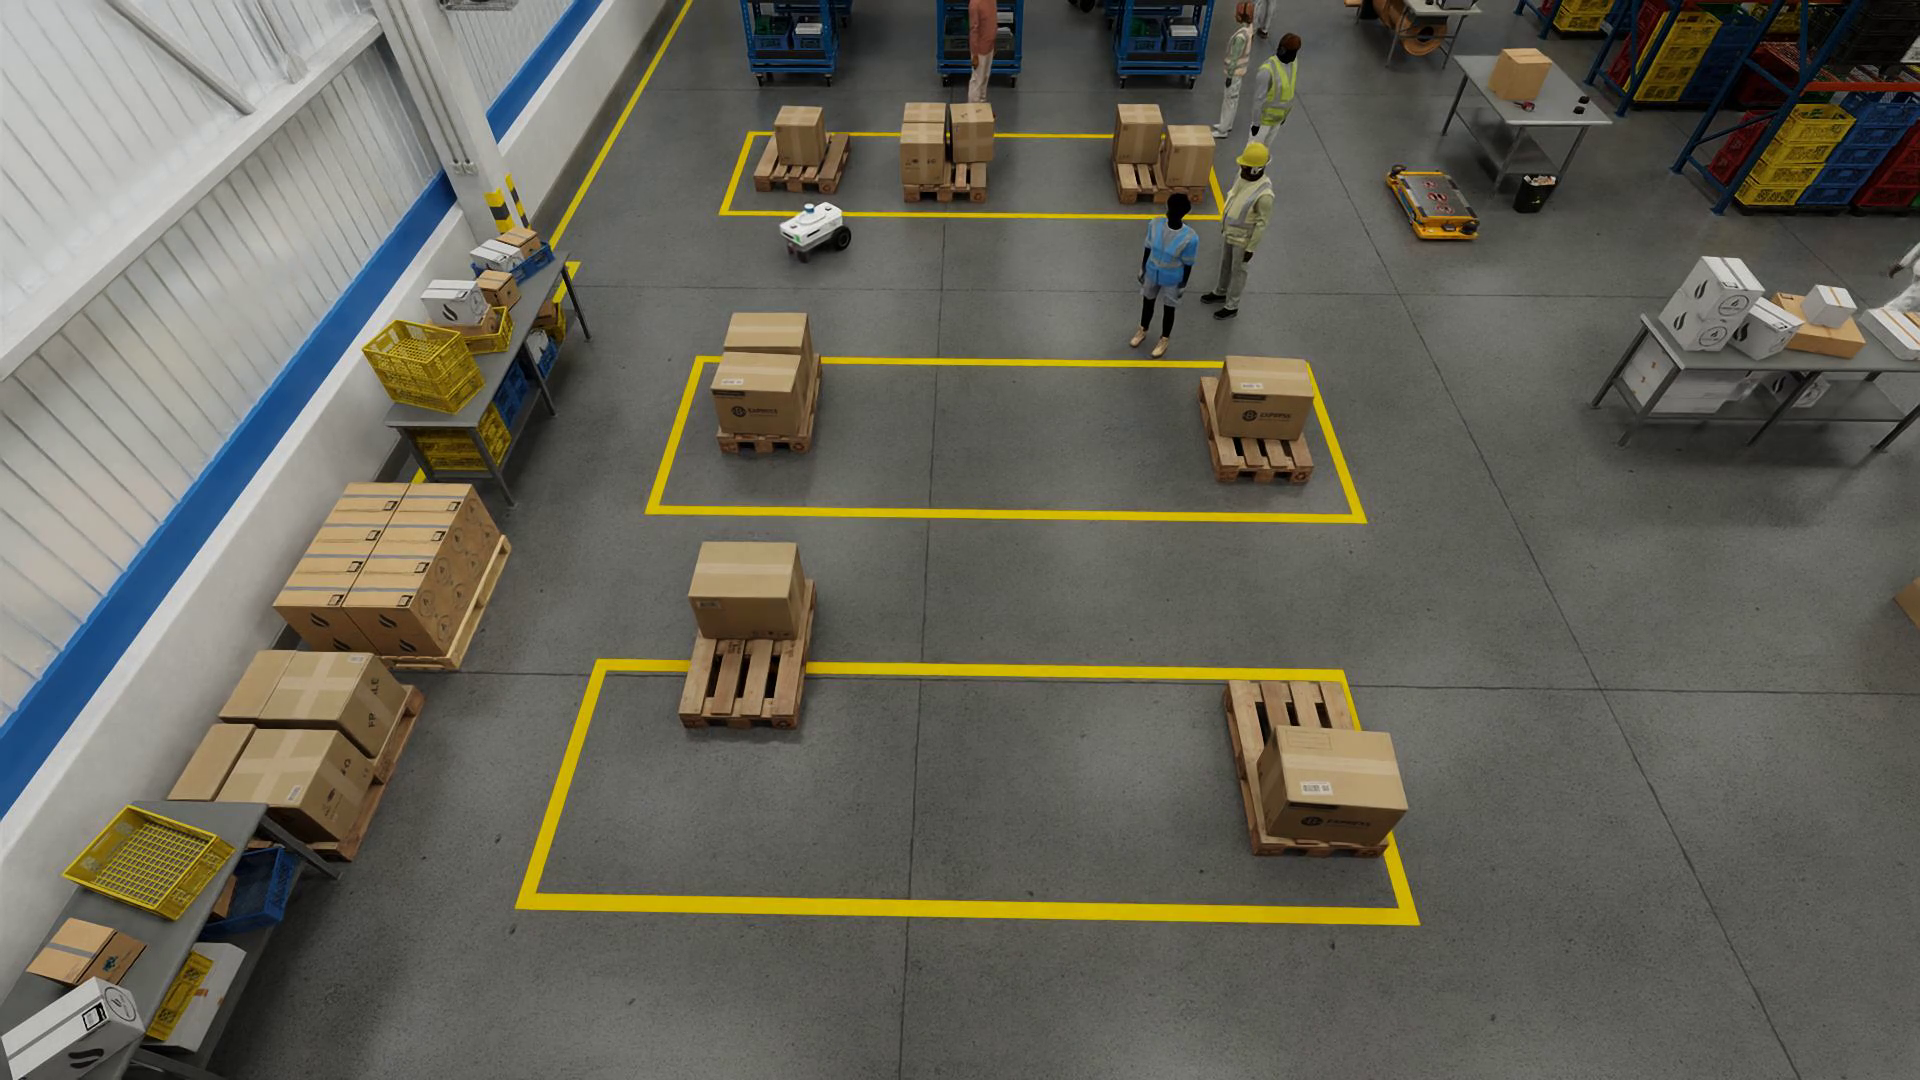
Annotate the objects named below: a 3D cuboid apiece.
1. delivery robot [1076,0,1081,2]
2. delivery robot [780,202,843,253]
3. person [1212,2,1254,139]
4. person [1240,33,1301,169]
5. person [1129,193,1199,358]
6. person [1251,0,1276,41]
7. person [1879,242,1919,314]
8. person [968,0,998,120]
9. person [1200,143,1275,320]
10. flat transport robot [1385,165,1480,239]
[{"bbox_3d":[2.237,-9.259,15.283,0.707,0.478,0.477,-20,52,-17],"label":"delivery robot"},{"bbox_3d":[-1.671,-3.541,10.334,0.477,0.478,0.707,35,57,26],"label":"delivery robot"},{"bbox_3d":[3.555,-6.069,11.875,0.313,1.634,0.514,19,52,15],"label":"person"},{"bbox_3d":[3.652,-4.985,10.802,0.622,1.838,0.429,-35,58,-26],"label":"person"},{"bbox_3d":[1.959,-2.524,8.768,0.535,1.694,0.319,32,56,24],"label":"person"},{"bbox_3d":[4.697,-8.664,13.919,0.630,1.940,0.371,-13,50,-11],"label":"person"},{"bbox_3d":[9.245,-2.506,8.682,1.067,1.809,0.580,-2,49,-2],"label":"person"},{"bbox_3d":[0.321,-6.429,11.948,0.396,1.993,0.618,20,52,17],"label":"person"},{"bbox_3d":[2.781,-3.062,9.144,0.403,1.823,0.600,-11,50,-9],"label":"person"},{"bbox_3d":[5.692,-4.094,11.059,0.652,0.197,1.431,1,49,1],"label":"flat transport robot"}]
